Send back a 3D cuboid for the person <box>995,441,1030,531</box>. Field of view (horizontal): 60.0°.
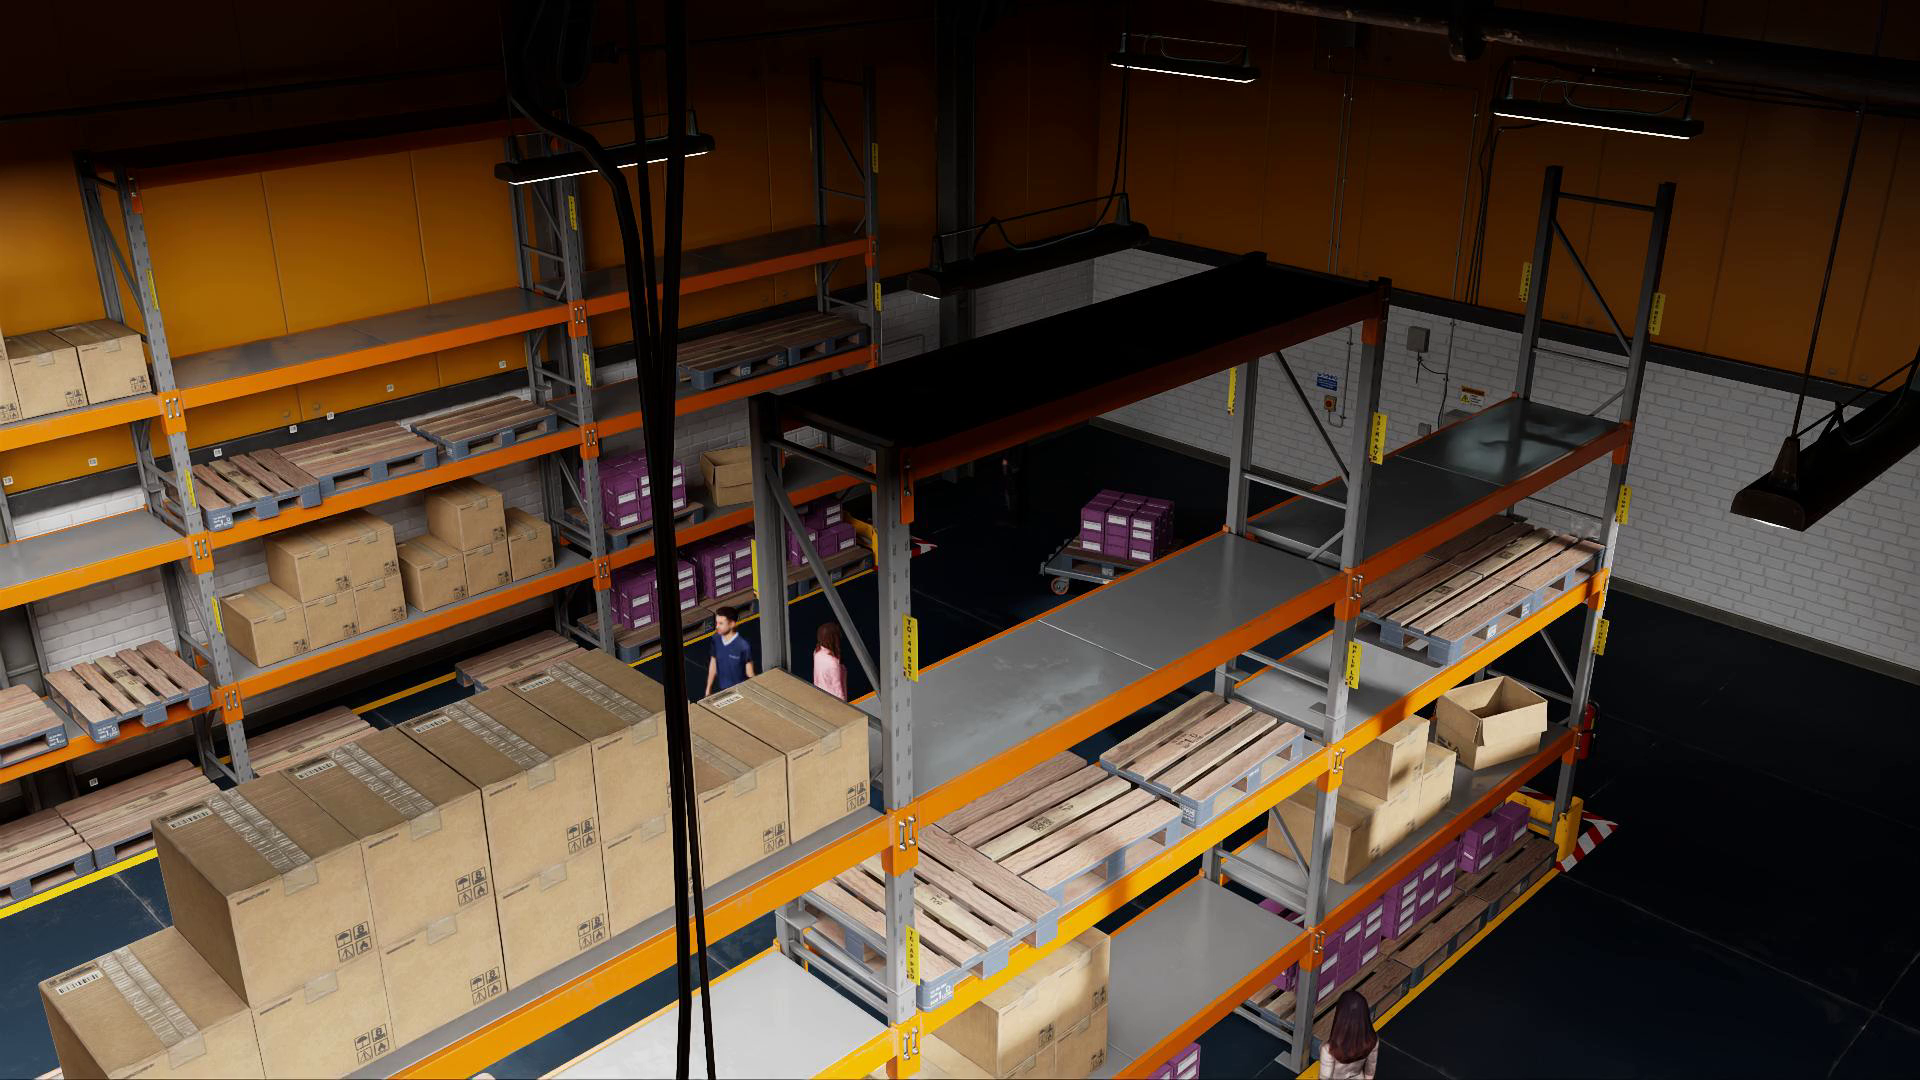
[{"bbox_3d":[0.710,-1.096,21.494,0.797,1.912,0.608,14,27,29],"label":"person"}]

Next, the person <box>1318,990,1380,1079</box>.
[{"bbox_3d":[2.483,3.663,10.812,0.570,1.746,0.715,-10,25,-21],"label":"person"}]

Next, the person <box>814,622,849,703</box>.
[{"bbox_3d":[-1.203,1.587,15.493,0.577,1.802,0.657,-15,28,-31],"label":"person"}]

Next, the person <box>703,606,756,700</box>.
[{"bbox_3d":[-2.076,1.433,15.855,0.700,1.794,1.160,19,30,36],"label":"person"}]
